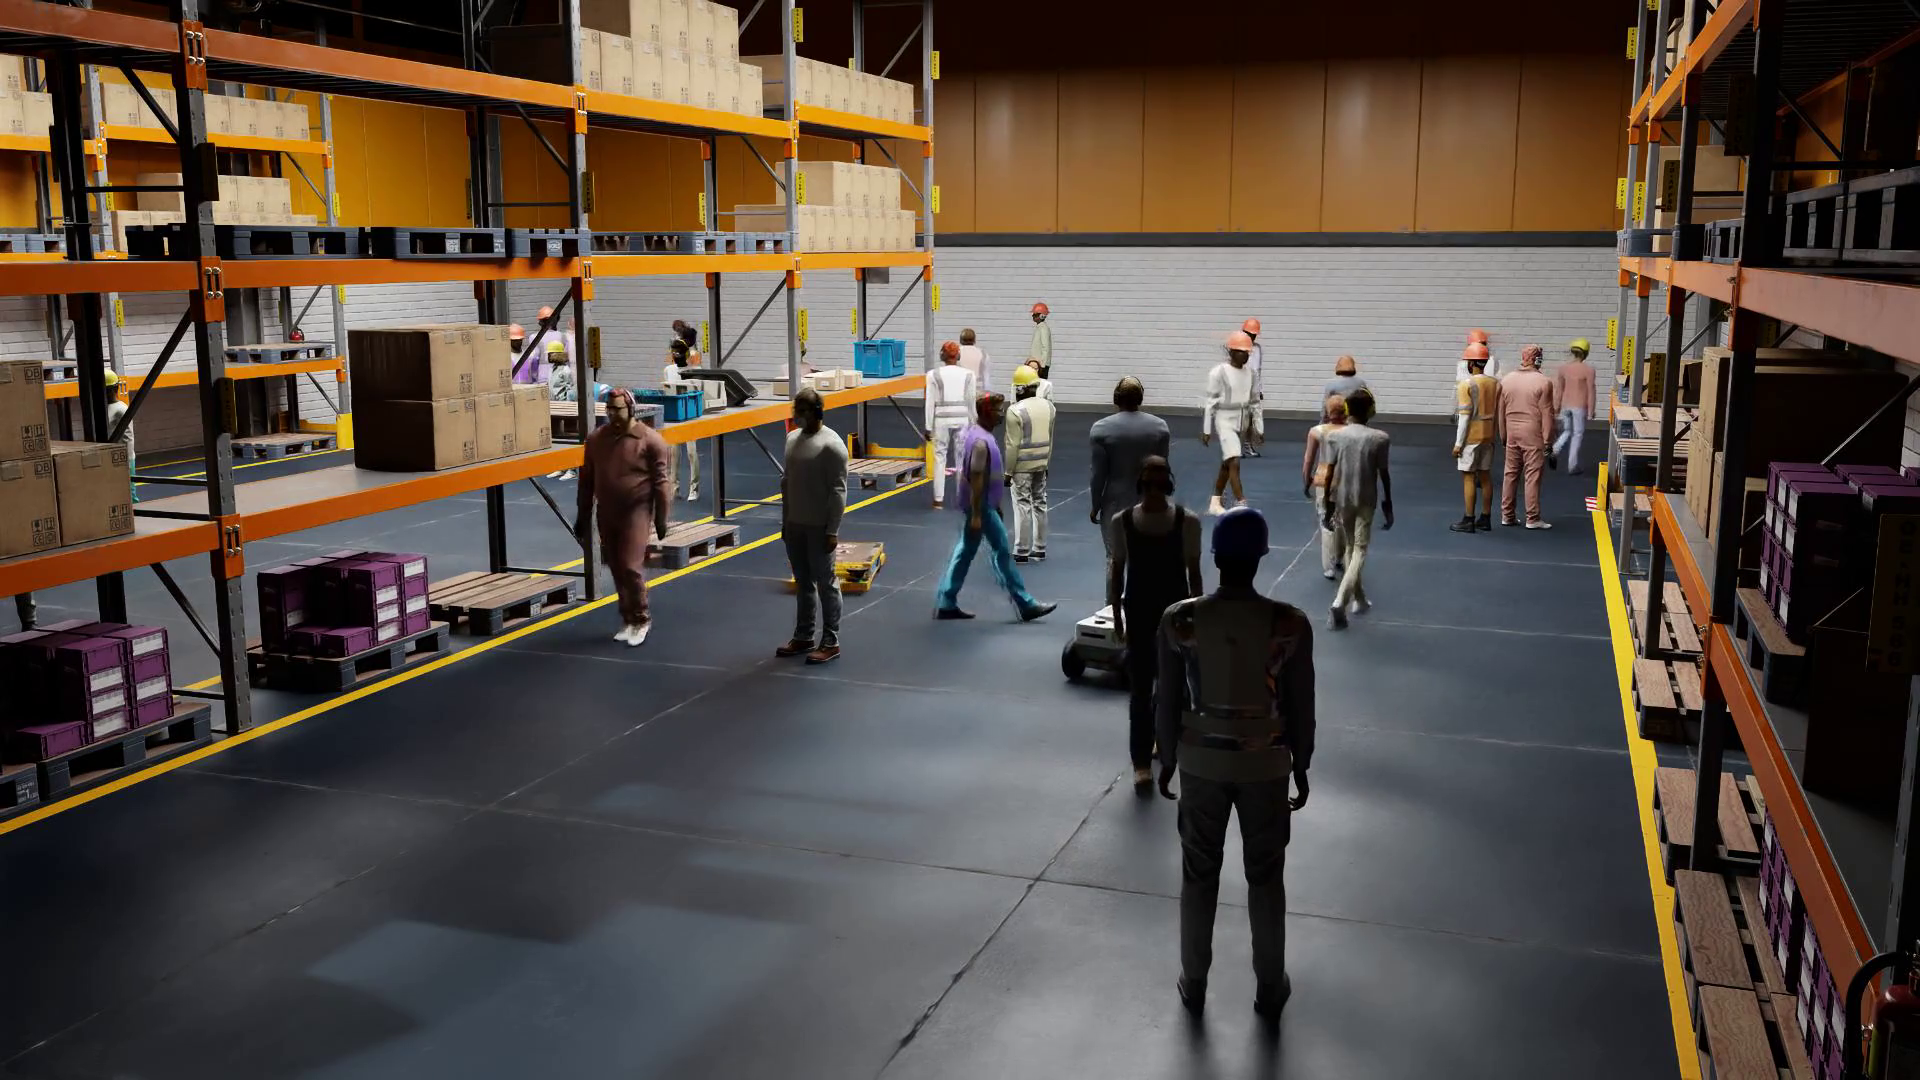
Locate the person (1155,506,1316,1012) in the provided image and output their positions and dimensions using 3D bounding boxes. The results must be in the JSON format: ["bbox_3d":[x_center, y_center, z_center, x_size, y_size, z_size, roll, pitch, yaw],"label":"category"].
[{"bbox_3d":[1.045,0.840,6.346,0.604,1.949,0.389,2,10,13],"label":"person"}]

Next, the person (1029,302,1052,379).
[{"bbox_3d":[1.295,-2.842,26.946,0.375,1.997,0.612,-1,10,-8],"label":"person"}]

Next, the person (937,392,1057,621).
[{"bbox_3d":[0.259,-0.251,12.915,0.952,1.791,0.589,0,10,0],"label":"person"}]

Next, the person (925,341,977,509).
[{"bbox_3d":[-0.106,-1.269,18.495,0.582,1.868,0.391,-3,10,-15],"label":"person"}]

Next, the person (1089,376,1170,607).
[{"bbox_3d":[1.282,-0.285,12.712,0.632,1.940,0.372,-2,10,-12],"label":"person"}]

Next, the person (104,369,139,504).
[{"bbox_3d":[-8.049,-0.750,15.838,0.523,1.761,0.328,8,13,38],"label":"person"}]

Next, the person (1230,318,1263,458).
[{"bbox_3d":[3.956,-2.086,22.887,0.542,1.929,0.368,-6,12,-31],"label":"person"}]

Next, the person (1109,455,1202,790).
[{"bbox_3d":[1.070,0.420,9.175,0.505,1.796,0.991,1,10,5],"label":"person"}]

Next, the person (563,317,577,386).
[{"bbox_3d":[-5.733,-2.343,24.511,0.681,1.883,0.424,-3,10,-14],"label":"person"}]

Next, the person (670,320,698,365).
[{"bbox_3d":[-4.860,-3.092,29.444,0.634,1.613,0.323,-8,13,-38],"label":"person"}]

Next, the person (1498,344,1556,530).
[{"bbox_3d":[5.872,-1.063,17.189,0.408,1.907,0.638,-7,12,-35],"label":"person"}]

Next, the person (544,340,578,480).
[{"bbox_3d":[-4.995,-1.614,20.746,0.322,1.742,0.493,-9,13,-40],"label":"person"}]

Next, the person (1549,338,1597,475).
[{"bbox_3d":[7.813,-1.688,21.140,0.433,1.756,0.537,-6,12,-31],"label":"person"}]

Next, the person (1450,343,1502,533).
[{"bbox_3d":[5.240,-1.040,16.969,0.551,1.935,0.375,-6,12,-29],"label":"person"}]

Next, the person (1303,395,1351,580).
[{"bbox_3d":[3.319,-0.488,14.788,0.544,1.592,0.835,1,10,7],"label":"person"}]

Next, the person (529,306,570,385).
[{"bbox_3d":[-5.921,-2.334,23.958,0.616,2.041,0.379,-8,13,-38],"label":"person"}]

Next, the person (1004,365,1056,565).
[{"bbox_3d":[0.608,-0.685,15.260,0.404,1.835,0.590,9,14,43],"label":"person"}]

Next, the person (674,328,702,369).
[{"bbox_3d":[-4.053,-2.343,25.007,0.559,1.678,0.418,9,13,40],"label":"person"}]

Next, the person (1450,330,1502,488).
[{"bbox_3d":[6.247,-1.603,20.258,0.556,1.889,0.943,-2,10,-9],"label":"person"}]

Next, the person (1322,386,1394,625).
[{"bbox_3d":[3.088,-0.274,12.970,0.526,1.838,0.922,7,12,33],"label":"person"}]

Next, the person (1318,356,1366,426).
[{"bbox_3d":[4.607,-1.429,20.130,0.503,1.594,0.830,-2,10,-9],"label":"person"}]

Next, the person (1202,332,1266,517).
[{"bbox_3d":[2.980,-1.187,17.612,0.634,1.995,1.002,-6,12,-31],"label":"person"}]

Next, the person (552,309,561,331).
[{"bbox_3d":[-6.125,-2.502,25.118,0.368,1.966,0.603,-5,11,-27],"label":"person"}]

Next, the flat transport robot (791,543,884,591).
[{"bbox_3d":[-1.058,0.212,14.610,0.652,0.197,1.431,1,10,3],"label":"flat transport robot"}]

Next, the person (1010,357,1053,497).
[{"bbox_3d":[0.832,-1.308,19.325,0.523,1.636,0.310,-2,10,-9],"label":"person"}]

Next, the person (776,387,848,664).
[{"bbox_3d":[-1.045,-0.105,11.701,0.372,1.940,0.632,-10,14,-44],"label":"person"}]

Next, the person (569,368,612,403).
[{"bbox_3d":[-4.066,-1.176,18.462,0.584,1.679,0.415,1,10,7],"label":"person"}]

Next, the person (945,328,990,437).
[{"bbox_3d":[0.100,-1.947,22.408,0.629,1.823,0.750,-3,10,-16],"label":"person"}]

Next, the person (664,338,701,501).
[{"bbox_3d":[-3.175,-1.370,19.037,0.521,1.865,0.328,3,10,15],"label":"person"}]

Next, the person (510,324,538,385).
[{"bbox_3d":[-5.604,-1.773,21.098,0.551,1.934,0.373,-5,11,-26],"label":"person"}]

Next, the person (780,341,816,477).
[{"bbox_3d":[-2.046,-1.663,20.963,0.524,1.768,0.312,3,11,18],"label":"person"}]

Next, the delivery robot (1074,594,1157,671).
[{"bbox_3d":[1.079,0.612,11.294,0.477,0.478,0.707,7,12,34],"label":"delivery robot"}]

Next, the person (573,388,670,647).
[{"bbox_3d":[-2.501,-0.161,12.167,0.649,1.888,0.595,4,11,21],"label":"person"}]

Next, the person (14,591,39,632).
[{"bbox_3d":[-7.104,-0.163,12.326,0.600,1.830,0.403,-9,13,-40],"label":"person"}]
